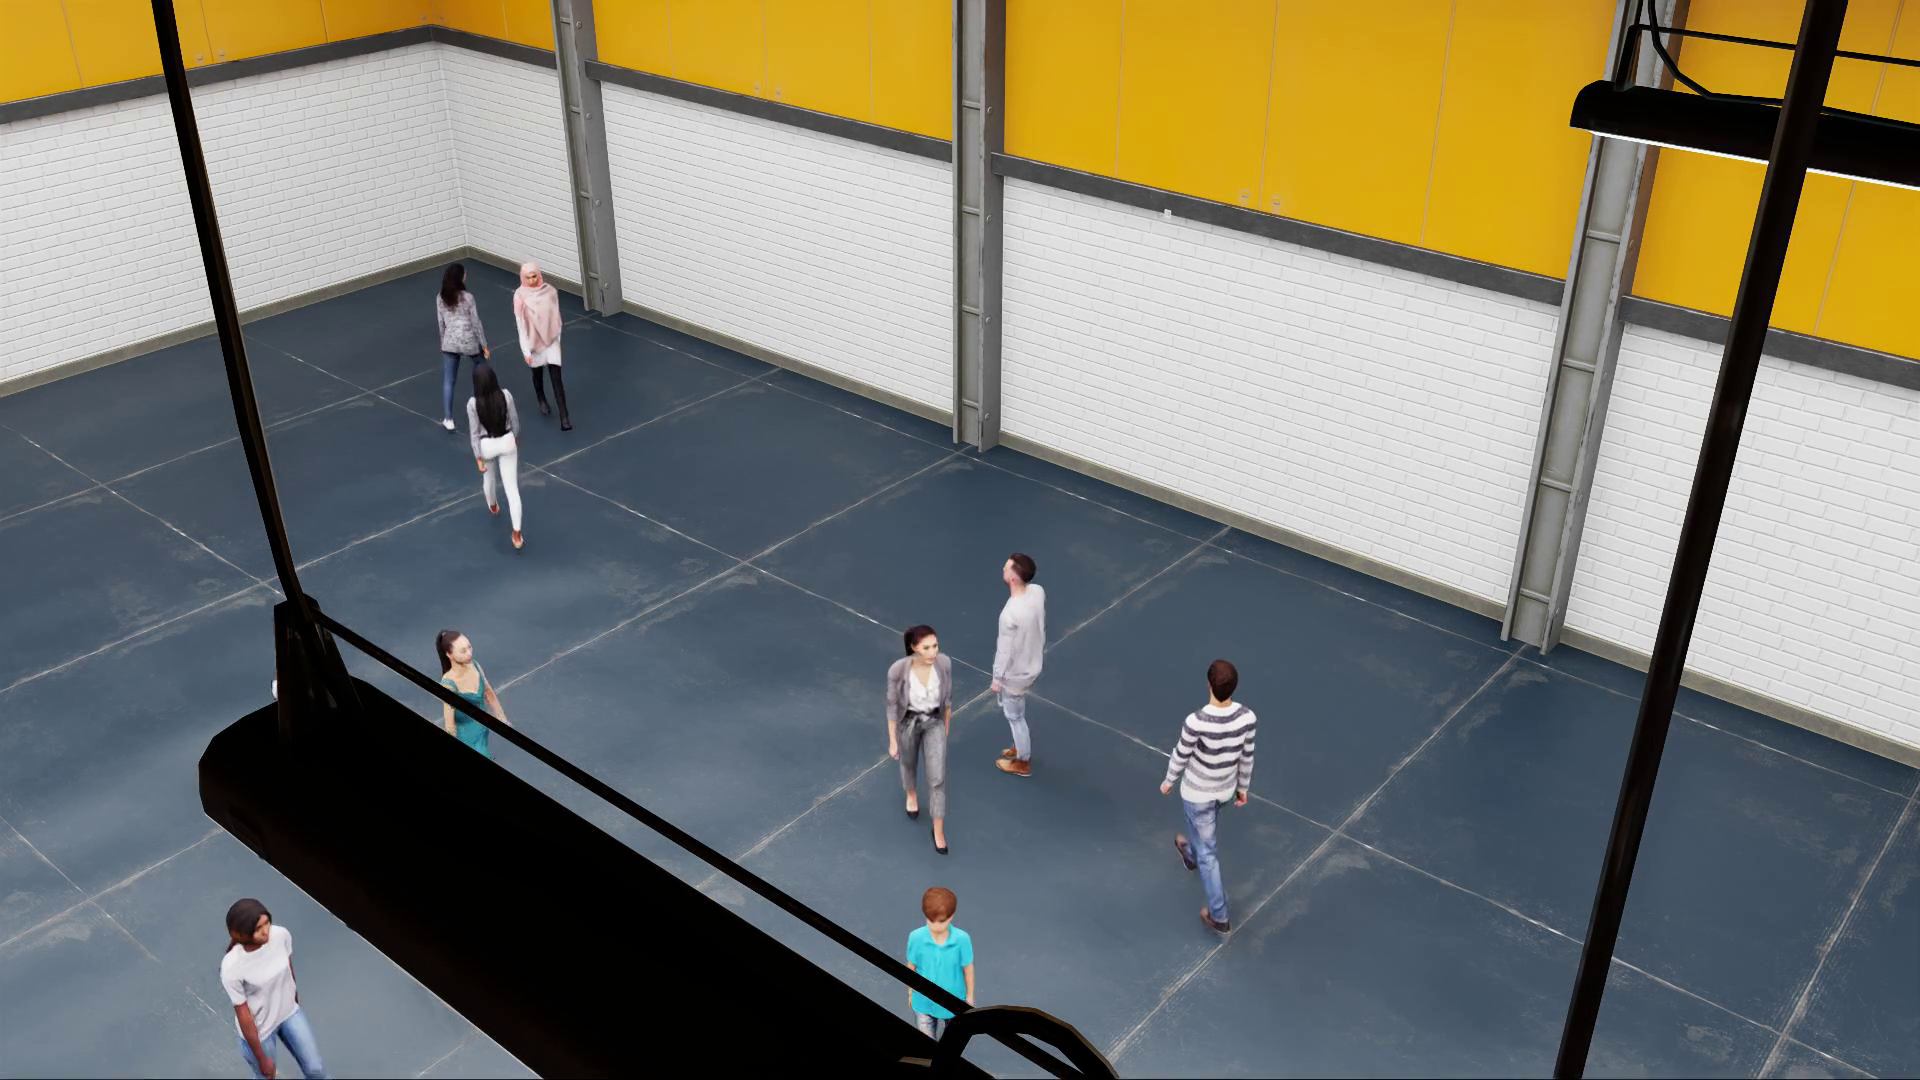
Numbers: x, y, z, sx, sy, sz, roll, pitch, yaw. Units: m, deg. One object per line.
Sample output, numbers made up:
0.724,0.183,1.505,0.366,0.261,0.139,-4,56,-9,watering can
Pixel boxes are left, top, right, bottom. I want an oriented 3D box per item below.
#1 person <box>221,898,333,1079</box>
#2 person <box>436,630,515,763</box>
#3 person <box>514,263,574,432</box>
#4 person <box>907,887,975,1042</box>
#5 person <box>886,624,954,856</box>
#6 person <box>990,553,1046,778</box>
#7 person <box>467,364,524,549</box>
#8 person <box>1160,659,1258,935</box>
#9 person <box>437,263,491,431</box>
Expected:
-3.752,2.586,8.919,1.052,1.688,0.699,16,32,27,person
-3.365,1.335,11.265,1.099,1.637,0.848,8,30,14,person
-4.399,-2.017,17.319,0.973,1.724,1.300,-13,31,-23,person
-0.109,2.508,9.329,0.887,1.431,0.907,0,29,1,person
-0.296,1.257,11.404,0.985,1.641,1.086,-5,29,-8,person
0.487,0.919,11.822,0.678,1.834,0.745,15,32,26,person
-4.152,-0.729,15.026,1.003,1.659,1.301,-11,30,-19,person
1.613,1.649,10.515,1.052,1.804,1.281,-10,30,-17,person
-5.207,-1.982,17.299,1.172,1.682,1.103,2,29,4,person
